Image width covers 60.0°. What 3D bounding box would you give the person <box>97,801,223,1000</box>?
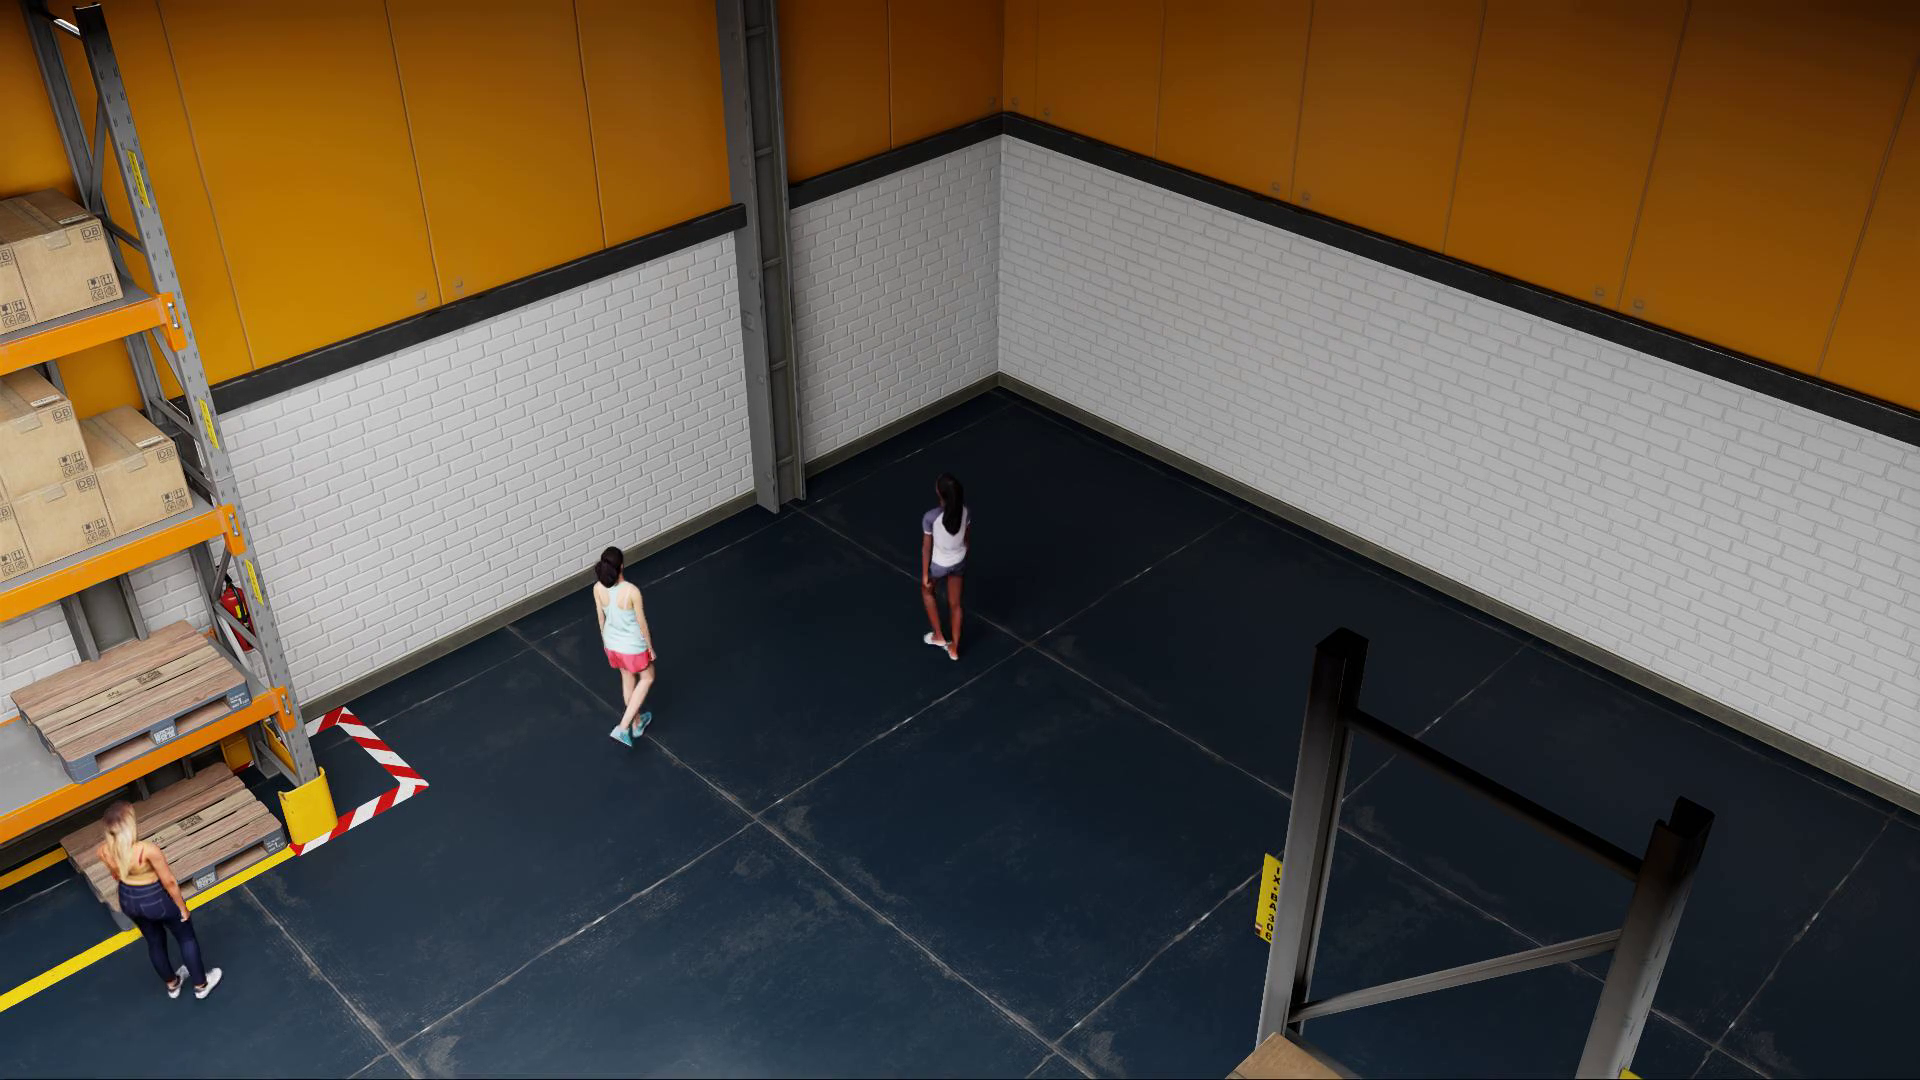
[{"bbox_3d":[-5.141,2.322,10.525,0.687,1.625,0.741,1,34,2],"label":"person"}]

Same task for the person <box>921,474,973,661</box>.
[{"bbox_3d":[-0.074,0.259,13.553,0.675,1.709,0.777,-16,37,-22],"label":"person"}]

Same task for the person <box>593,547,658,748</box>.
[{"bbox_3d":[-2.560,0.859,12.612,0.793,1.752,0.946,12,35,17],"label":"person"}]
